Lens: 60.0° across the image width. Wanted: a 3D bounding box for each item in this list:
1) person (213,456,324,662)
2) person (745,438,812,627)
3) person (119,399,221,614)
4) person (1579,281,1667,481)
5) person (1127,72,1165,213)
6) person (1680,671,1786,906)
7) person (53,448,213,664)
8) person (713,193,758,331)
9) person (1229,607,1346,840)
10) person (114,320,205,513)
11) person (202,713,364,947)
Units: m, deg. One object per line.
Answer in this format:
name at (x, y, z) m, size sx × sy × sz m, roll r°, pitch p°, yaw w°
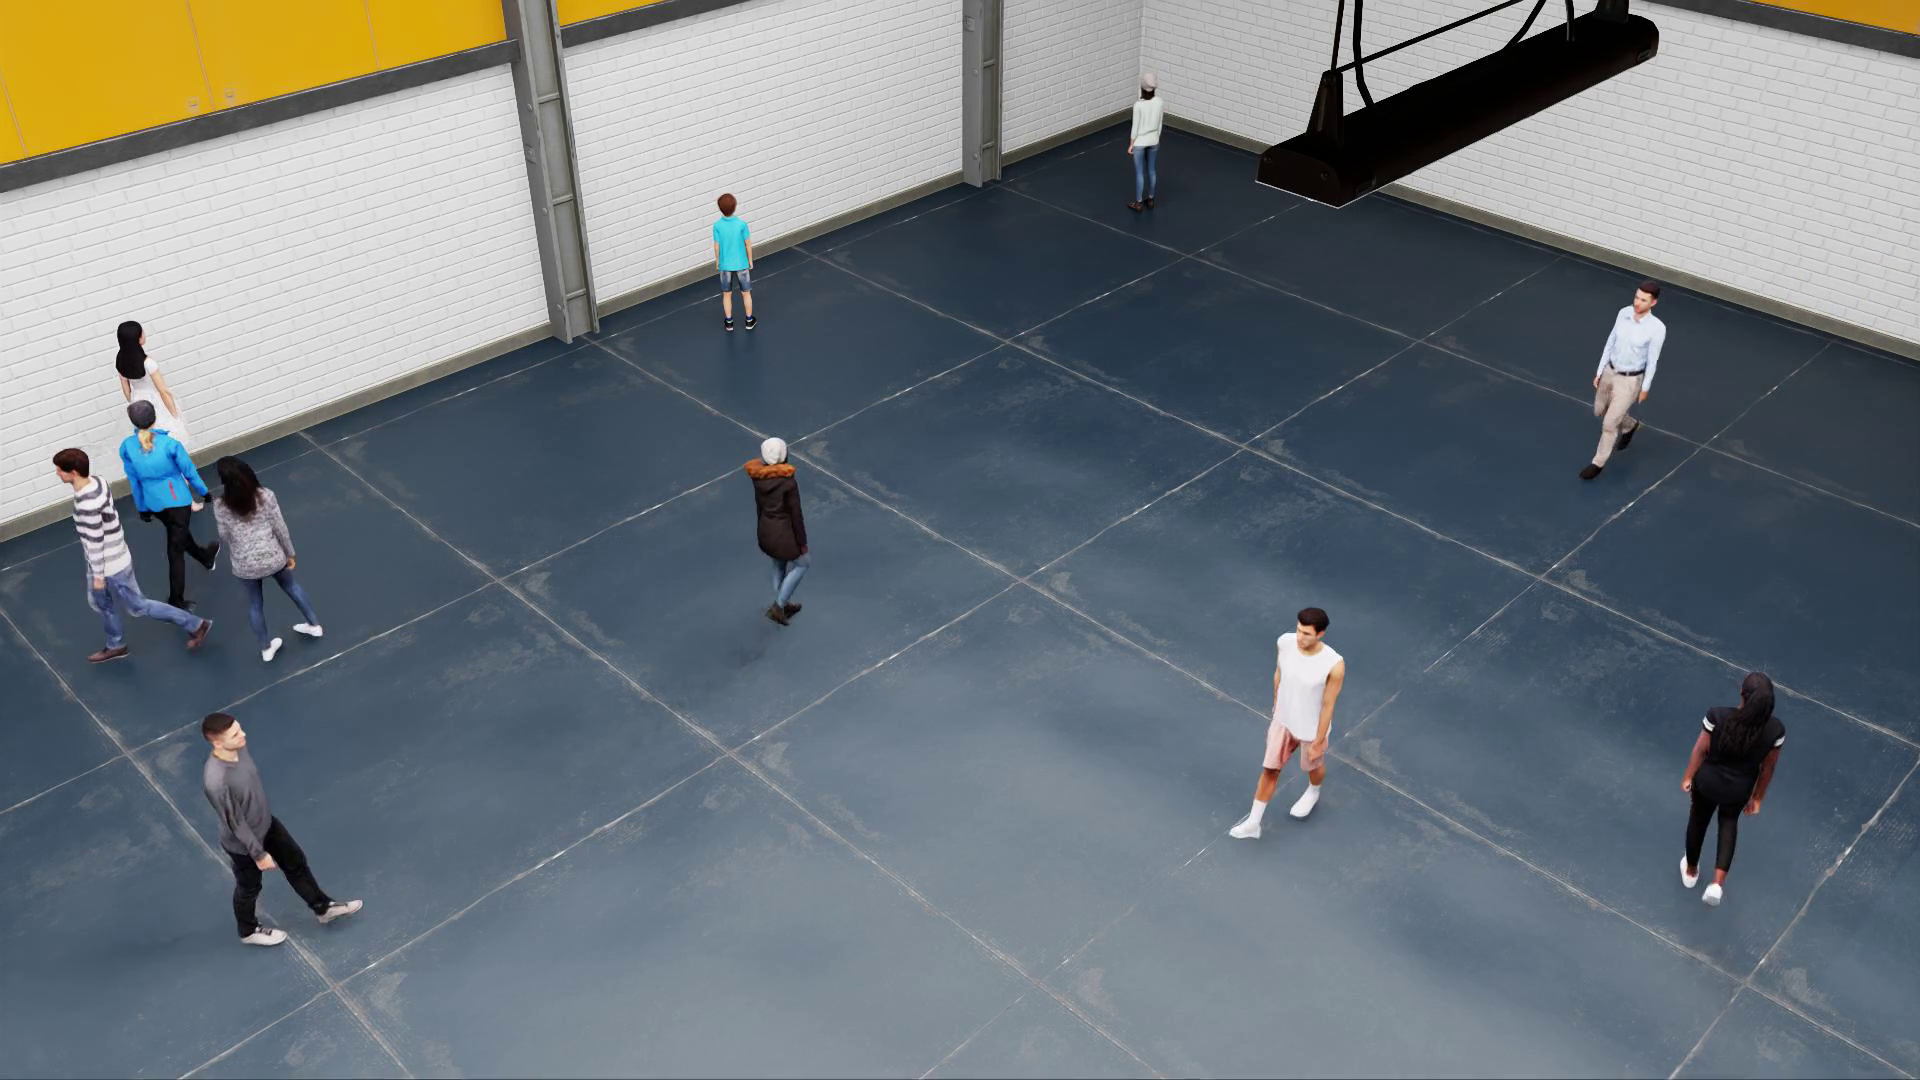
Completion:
person at (-5.165, 0.175, 12.146) m, size 0.718 × 1.720 × 0.804 m, roll -11°, pitch 35°, yaw -16°
person at (-1.386, -0.020, 12.522) m, size 0.695 × 1.629 × 0.735 m, roll 22°, pitch 39°, yaw 29°
person at (-6.051, -0.181, 12.663) m, size 1.119 × 1.741 × 1.238 m, roll 3°, pitch 34°, yaw 4°
person at (5.806, -1.417, 14.454) m, size 1.126 × 1.817 × 0.795 m, roll -20°, pitch 38°, yaw -27°
person at (2.180, -4.679, 19.509) m, size 0.537 × 1.654 × 0.687 m, roll -15°, pitch 37°, yaw -22°
person at (4.643, 1.537, 10.101) m, size 0.831 × 1.717 × 0.963 m, roll 10°, pitch 35°, yaw 14°
person at (-6.077, 0.136, 12.123) m, size 1.217 × 1.812 × 0.907 m, roll -15°, pitch 36°, yaw -21°
person at (-2.305, -2.834, 16.918) m, size 0.580 × 1.449 × 0.650 m, roll -2°, pitch 34°, yaw -3°
person at (2.258, 1.132, 10.686) m, size 0.662 × 1.742 × 1.062 m, roll 29°, pitch 43°, yaw 36°
person at (-6.717, -1.014, 13.888) m, size 0.763 × 1.773 × 0.790 m, roll 9°, pitch 35°, yaw 14°
person at (-4.267, 1.734, 9.787) m, size 1.065 × 1.737 × 0.968 m, roll -4°, pitch 34°, yaw -5°
